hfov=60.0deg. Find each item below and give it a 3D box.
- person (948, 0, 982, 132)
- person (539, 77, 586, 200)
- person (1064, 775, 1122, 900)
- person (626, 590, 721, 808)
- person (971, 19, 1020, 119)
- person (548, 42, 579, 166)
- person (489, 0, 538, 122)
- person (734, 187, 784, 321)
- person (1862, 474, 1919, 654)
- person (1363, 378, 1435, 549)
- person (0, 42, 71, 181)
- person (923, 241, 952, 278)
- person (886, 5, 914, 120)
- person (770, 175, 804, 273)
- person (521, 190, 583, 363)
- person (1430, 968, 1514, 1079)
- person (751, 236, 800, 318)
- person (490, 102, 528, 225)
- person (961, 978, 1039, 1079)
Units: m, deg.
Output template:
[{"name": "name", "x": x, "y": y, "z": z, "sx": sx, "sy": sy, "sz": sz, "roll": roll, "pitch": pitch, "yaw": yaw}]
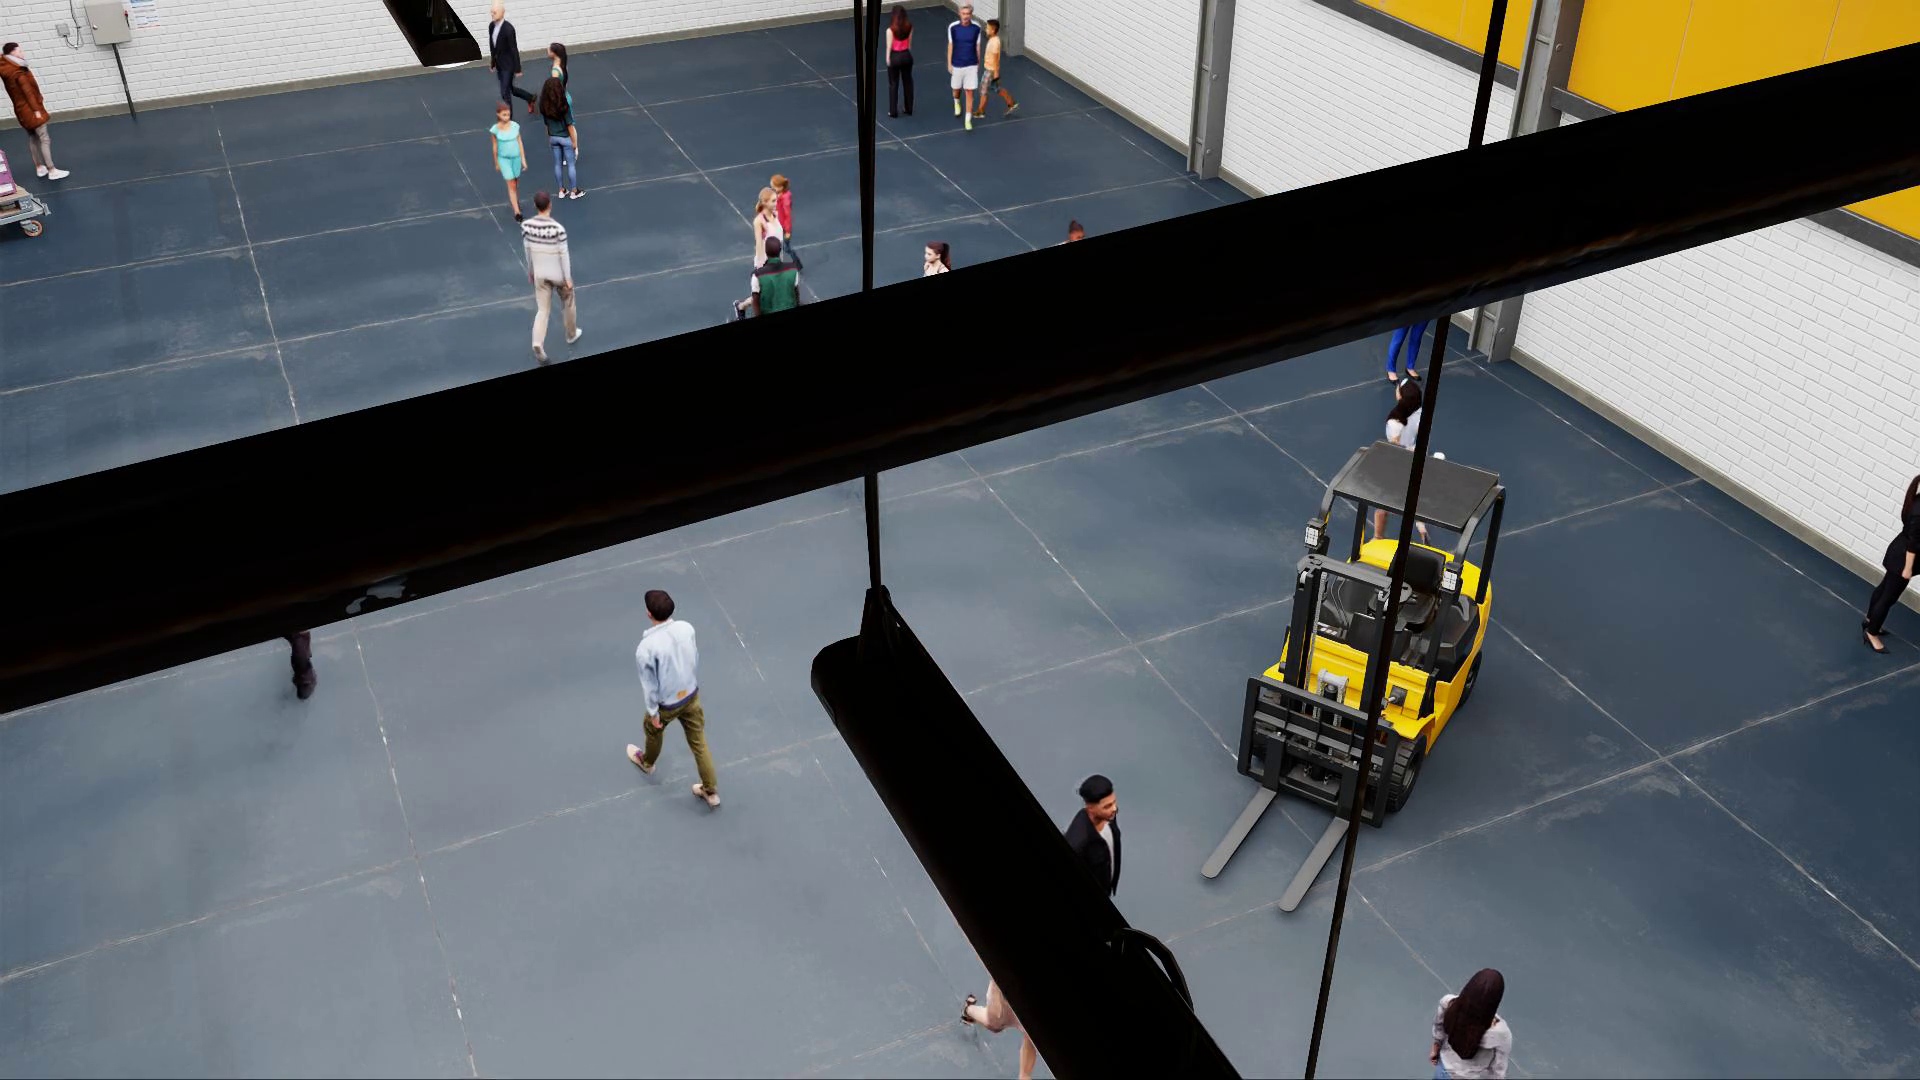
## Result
[{"name": "person", "x": 0.057, "y": -6.961, "z": 24.280, "sx": 0.934, "sy": 1.809, "sz": 1.193, "roll": -1, "pitch": 34, "yaw": -1}, {"name": "person", "x": -5.270, "y": -5.311, "z": 21.970, "sx": 0.715, "sy": 1.617, "sz": 0.771, "roll": 10, "pitch": 35, "yaw": 15}, {"name": "person", "x": 0.800, "y": 2.190, "z": 10.511, "sx": 0.801, "sy": 1.810, "sz": 0.789, "roll": 19, "pitch": 38, "yaw": 26}, {"name": "person", "x": -2.016, "y": 1.196, "z": 12.047, "sx": 1.240, "sy": 1.765, "sz": 0.961, "roll": 28, "pitch": 43, "yaw": 35}, {"name": "person", "x": 0.547, "y": -6.965, "z": 24.619, "sx": 0.820, "sy": 1.439, "sz": 0.982, "roll": -2, "pitch": 34, "yaw": -3}, {"name": "person", "x": -5.492, "y": -6.042, "z": 23.002, "sx": 0.682, "sy": 1.692, "sz": 0.584, "roll": 5, "pitch": 34, "yaw": 8}, {"name": "person", "x": -6.580, "y": -6.957, "z": 24.300, "sx": 1.131, "sy": 1.780, "sz": 1.011, "roll": 26, "pitch": 41, "yaw": 33}, {"name": "person", "x": -2.199, "y": -3.068, "z": 18.459, "sx": 1.098, "sy": 1.768, "sz": 0.962, "roll": 18, "pitch": 38, "yaw": 25}, {"name": "person", "x": 7.775, "y": 0.153, "z": 13.710, "sx": 0.734, "sy": 1.662, "sz": 0.692, "roll": 15, "pitch": 37, "yaw": 22}, {"name": "person", "x": 3.938, "y": -0.572, "z": 14.676, "sx": 0.799, "sy": 1.801, "sz": 1.049, "roll": -23, "pitch": 40, "yaw": -31}, {"name": "person", "x": -12.599, "y": -5.804, "z": 22.511, "sx": 0.814, "sy": 1.839, "sz": 0.902, "roll": 21, "pitch": 39, "yaw": 28}, {"name": "person", "x": -0.236, "y": -2.426, "z": 17.639, "sx": 0.646, "sy": 1.607, "sz": 0.498, "roll": -20, "pitch": 39, "yaw": -28}, {"name": "person", "x": -0.870, "y": -7.087, "z": 24.604, "sx": 0.592, "sy": 1.660, "sz": 0.549, "roll": -19, "pitch": 38, "yaw": -26}, {"name": "person", "x": -2.101, "y": -3.754, "z": 19.914, "sx": 0.801, "sy": 1.300, "sz": 0.746, "roll": 28, "pitch": 43, "yaw": 35}, {"name": "person", "x": -4.484, "y": -2.852, "z": 18.070, "sx": 1.084, "sy": 1.839, "sz": 1.225, "roll": 6, "pitch": 34, "yaw": 8}, {"name": "person", "x": 2.799, "y": 3.074, "z": 9.350, "sx": 0.676, "sy": 1.623, "sz": 0.779, "roll": 27, "pitch": 42, "yaw": 35}, {"name": "person", "x": -1.855, "y": -2.218, "z": 17.131, "sx": 0.683, "sy": 1.823, "sz": 0.719, "roll": -15, "pitch": 36, "yaw": -21}, {"name": "person", "x": -5.830, "y": -4.915, "z": 21.462, "sx": 0.611, "sy": 1.521, "sz": 1.052, "roll": -17, "pitch": 37, "yaw": -24}, {"name": "person", "x": 0.277, "y": 2.606, "z": 9.900, "sx": 0.700, "sy": 1.794, "sz": 1.122, "roll": -17, "pitch": 37, "yaw": -23}]
